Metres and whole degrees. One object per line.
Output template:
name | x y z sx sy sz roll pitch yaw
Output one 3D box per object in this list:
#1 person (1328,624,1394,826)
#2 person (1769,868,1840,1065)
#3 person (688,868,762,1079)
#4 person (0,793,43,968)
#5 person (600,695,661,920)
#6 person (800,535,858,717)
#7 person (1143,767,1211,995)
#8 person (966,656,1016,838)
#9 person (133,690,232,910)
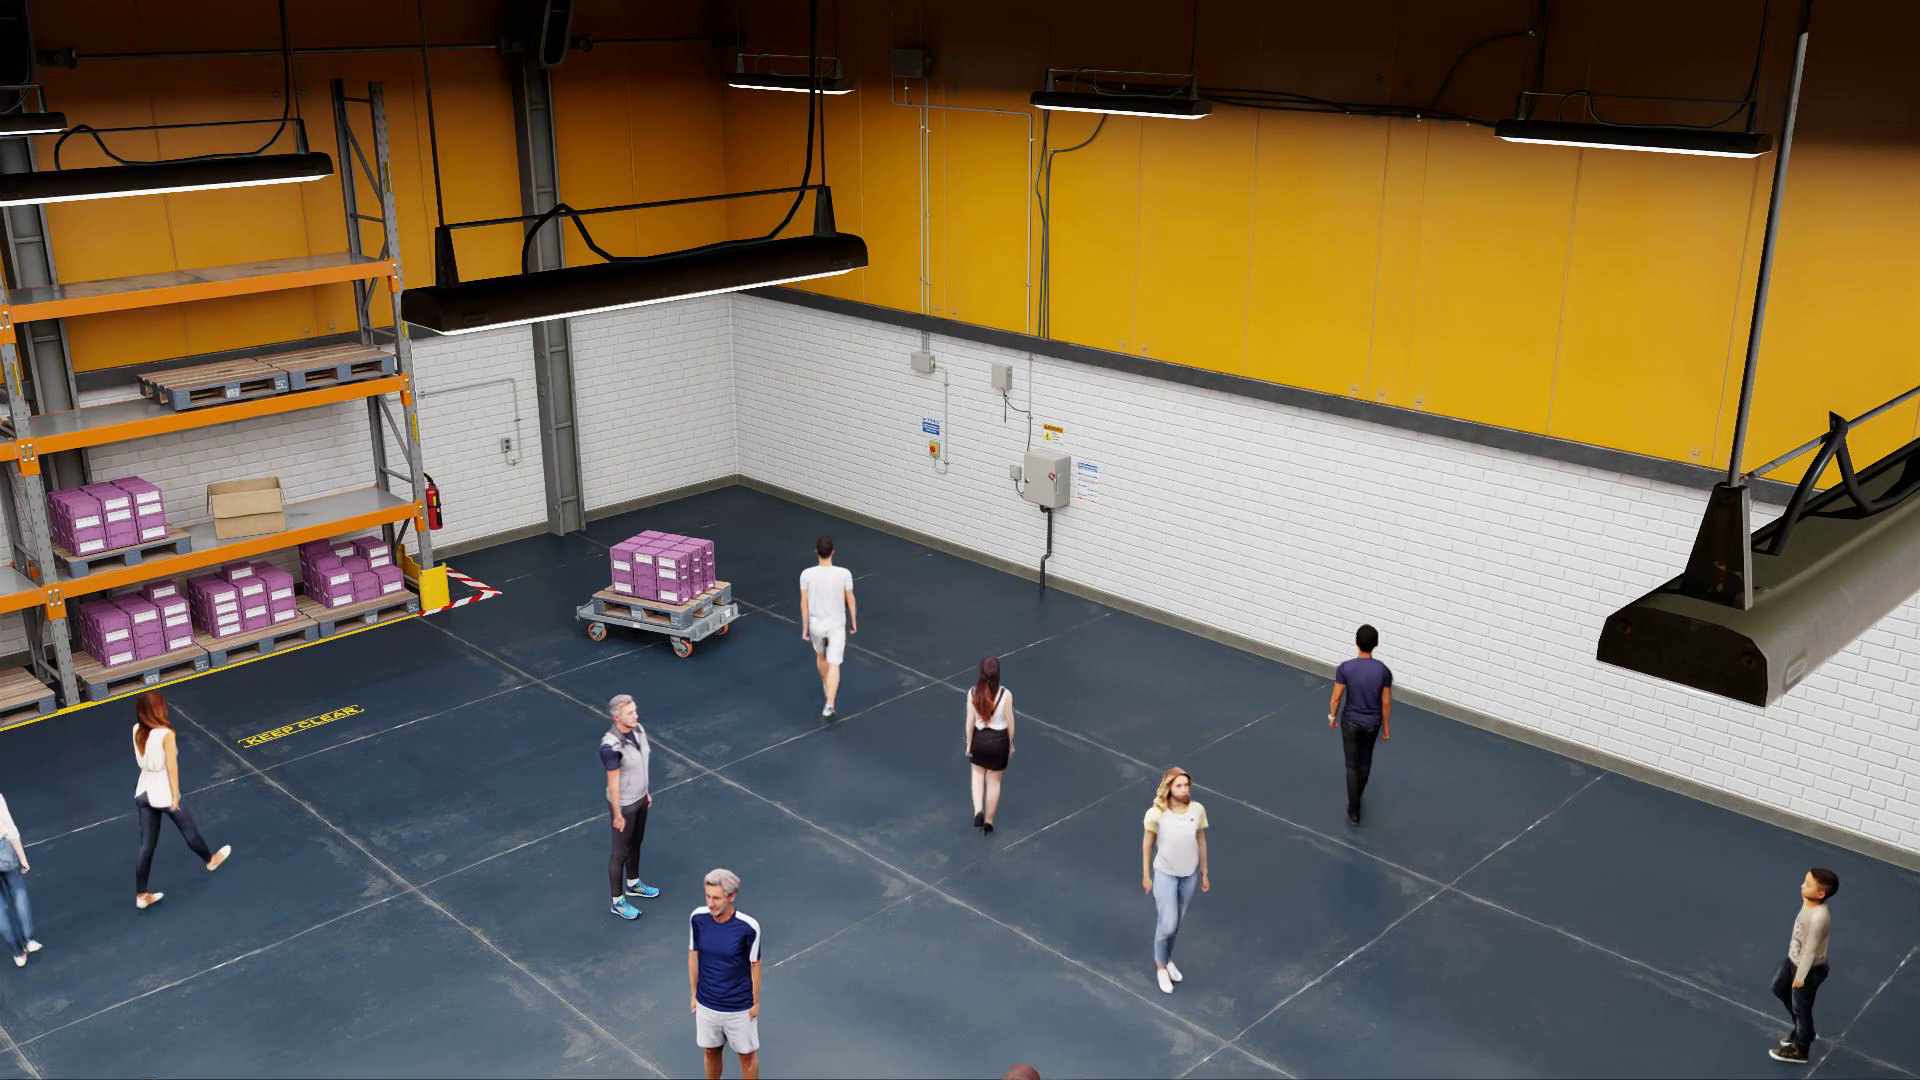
person | 3.483 1.631 14.414 0.993 1.770 1.071 1 19 3
person | 5.781 2.875 11.216 0.731 1.454 0.642 5 19 15
person | -1.484 2.894 10.555 0.723 1.839 0.733 5 19 13
person | -7.112 2.405 12.222 0.596 1.702 0.730 -9 21 -24
person | -2.621 2.050 13.082 0.835 1.826 0.692 5 19 15
person | -1.322 0.891 16.547 1.235 1.811 1.300 0 19 0
person | 1.534 2.420 12.154 0.704 1.718 0.795 -7 20 -19
person | 0.243 1.795 14.134 0.707 1.639 0.764 2 19 7
person | -6.398 2.078 13.137 0.944 1.738 1.203 6 20 17
